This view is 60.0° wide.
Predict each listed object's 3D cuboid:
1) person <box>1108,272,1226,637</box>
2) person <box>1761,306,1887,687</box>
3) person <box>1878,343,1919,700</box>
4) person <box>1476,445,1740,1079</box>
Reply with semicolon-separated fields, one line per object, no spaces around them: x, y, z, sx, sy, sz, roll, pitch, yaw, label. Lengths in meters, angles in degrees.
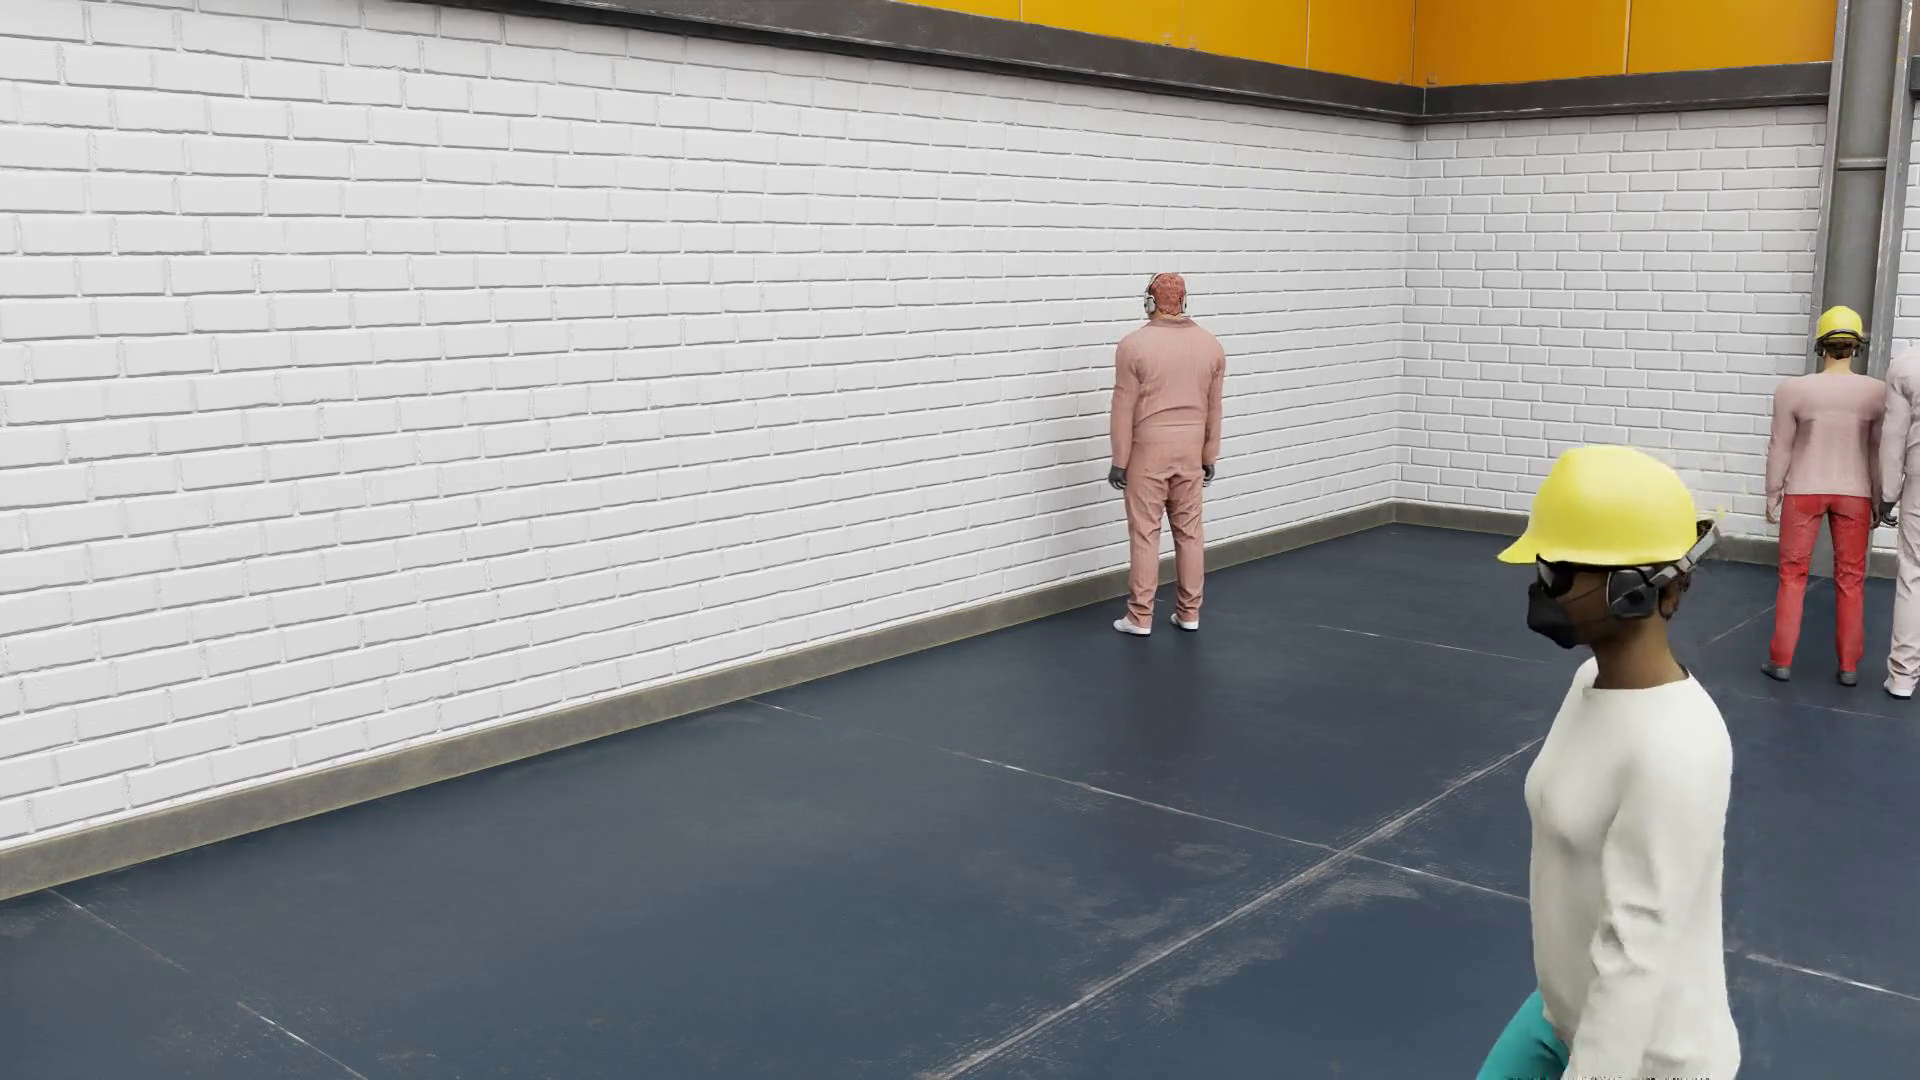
1.060;-0.444;8.723;0.641;1.900;0.404;-5;11;-24;person
4.031;-0.202;7.748;0.521;1.758;0.349;4;11;20;person
4.419;-0.212;7.358;0.642;1.913;0.408;6;12;32;person
0.883;0.737;2.429;0.613;1.747;0.528;1;10;4;person
